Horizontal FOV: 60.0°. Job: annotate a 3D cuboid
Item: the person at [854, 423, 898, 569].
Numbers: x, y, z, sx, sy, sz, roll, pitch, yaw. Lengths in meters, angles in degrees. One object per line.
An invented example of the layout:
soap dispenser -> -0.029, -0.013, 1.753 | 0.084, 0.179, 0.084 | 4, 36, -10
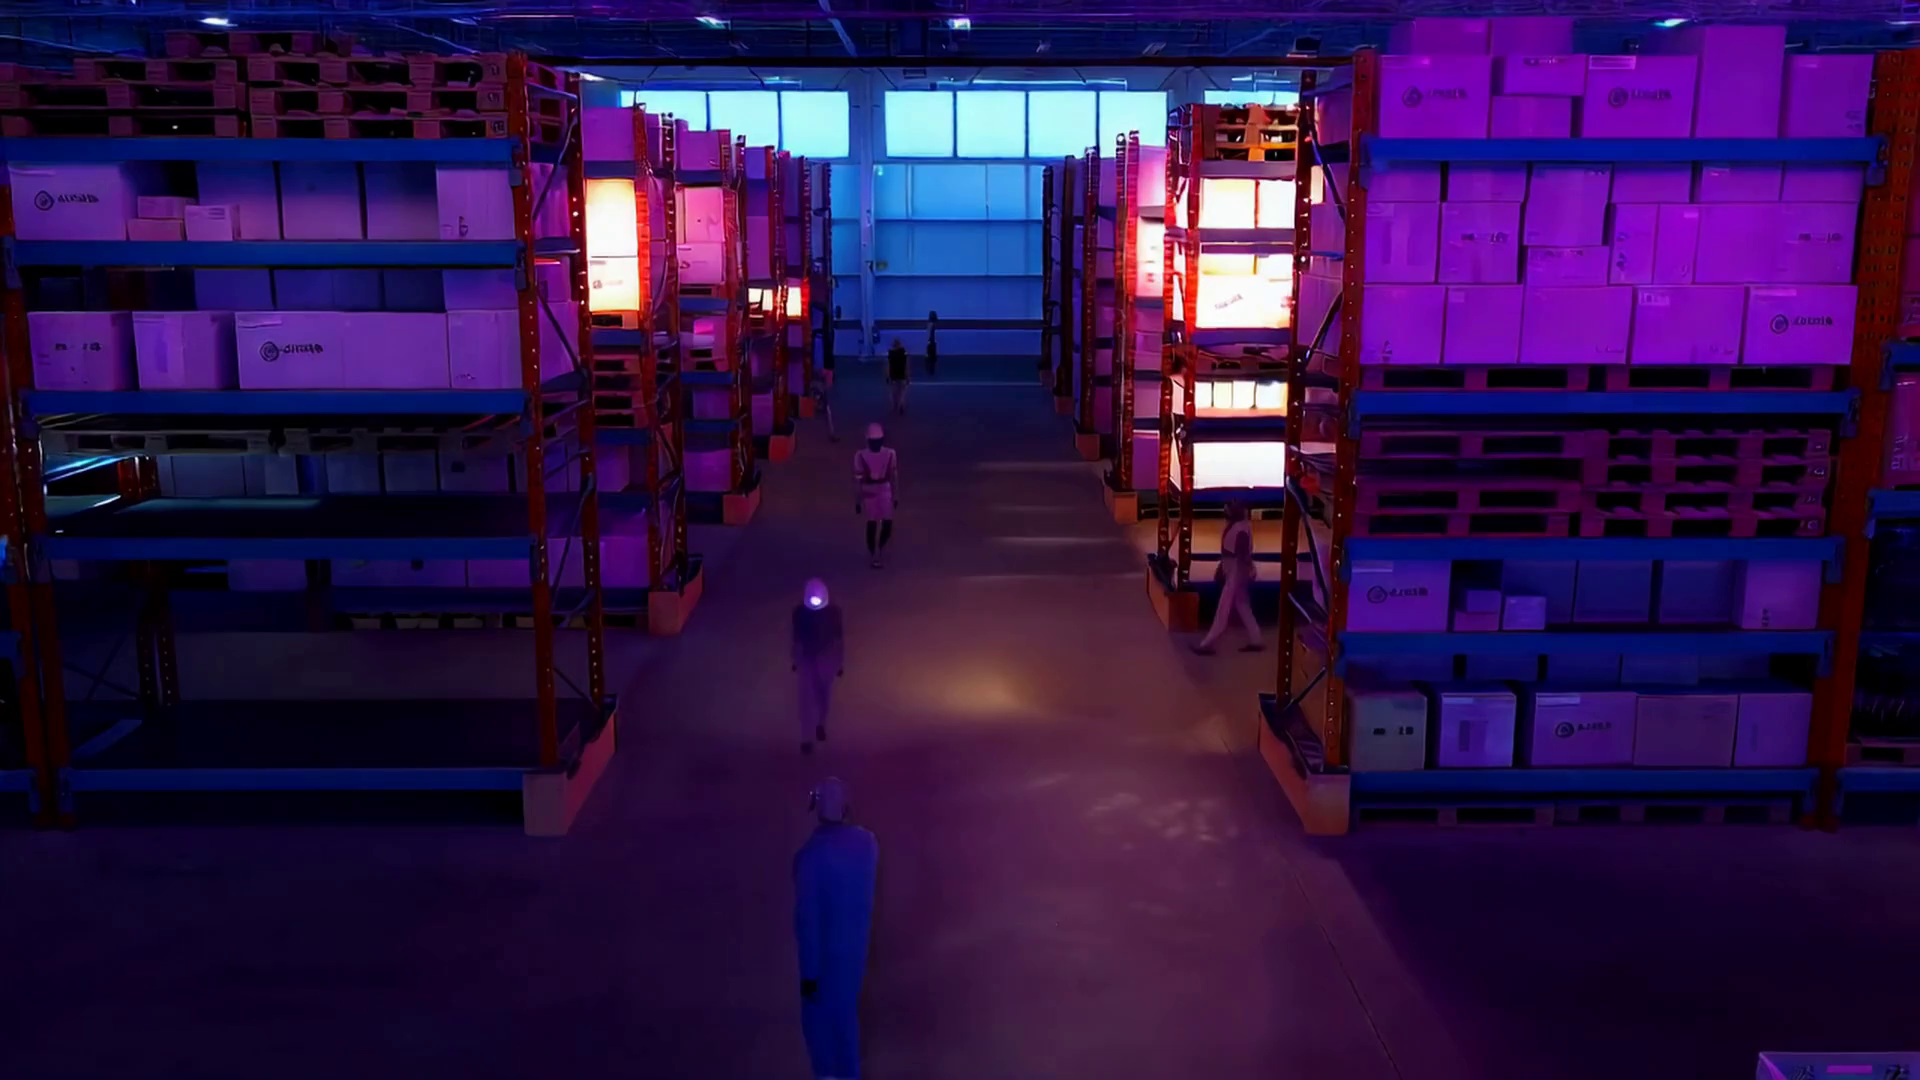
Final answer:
person -> -1.142, -0.594, 22.772 | 0.631, 2.023, 0.431 | -3, 12, -16

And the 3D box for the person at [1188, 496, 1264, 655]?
person -> 3.003, 0.397, 18.449 | 0.896, 1.794, 0.577 | -1, 11, -3

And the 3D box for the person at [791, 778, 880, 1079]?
person -> -0.685, 2.244, 9.110 | 0.486, 1.864, 0.715 | 8, 14, 34

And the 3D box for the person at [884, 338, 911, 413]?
person -> -1.491, -3.905, 39.676 | 0.640, 1.825, 0.651 | 1, 11, 3

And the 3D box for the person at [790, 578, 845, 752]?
person -> -1.301, 1.140, 15.263 | 0.503, 1.592, 0.812 | -1, 11, -7

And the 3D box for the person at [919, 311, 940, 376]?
person -> -0.886, -5.716, 48.472 | 0.543, 1.904, 0.602 | -2, 12, -12

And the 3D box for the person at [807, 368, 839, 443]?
person -> -2.933, -2.829, 34.931 | 0.527, 1.591, 0.846 | -11, 16, -43
